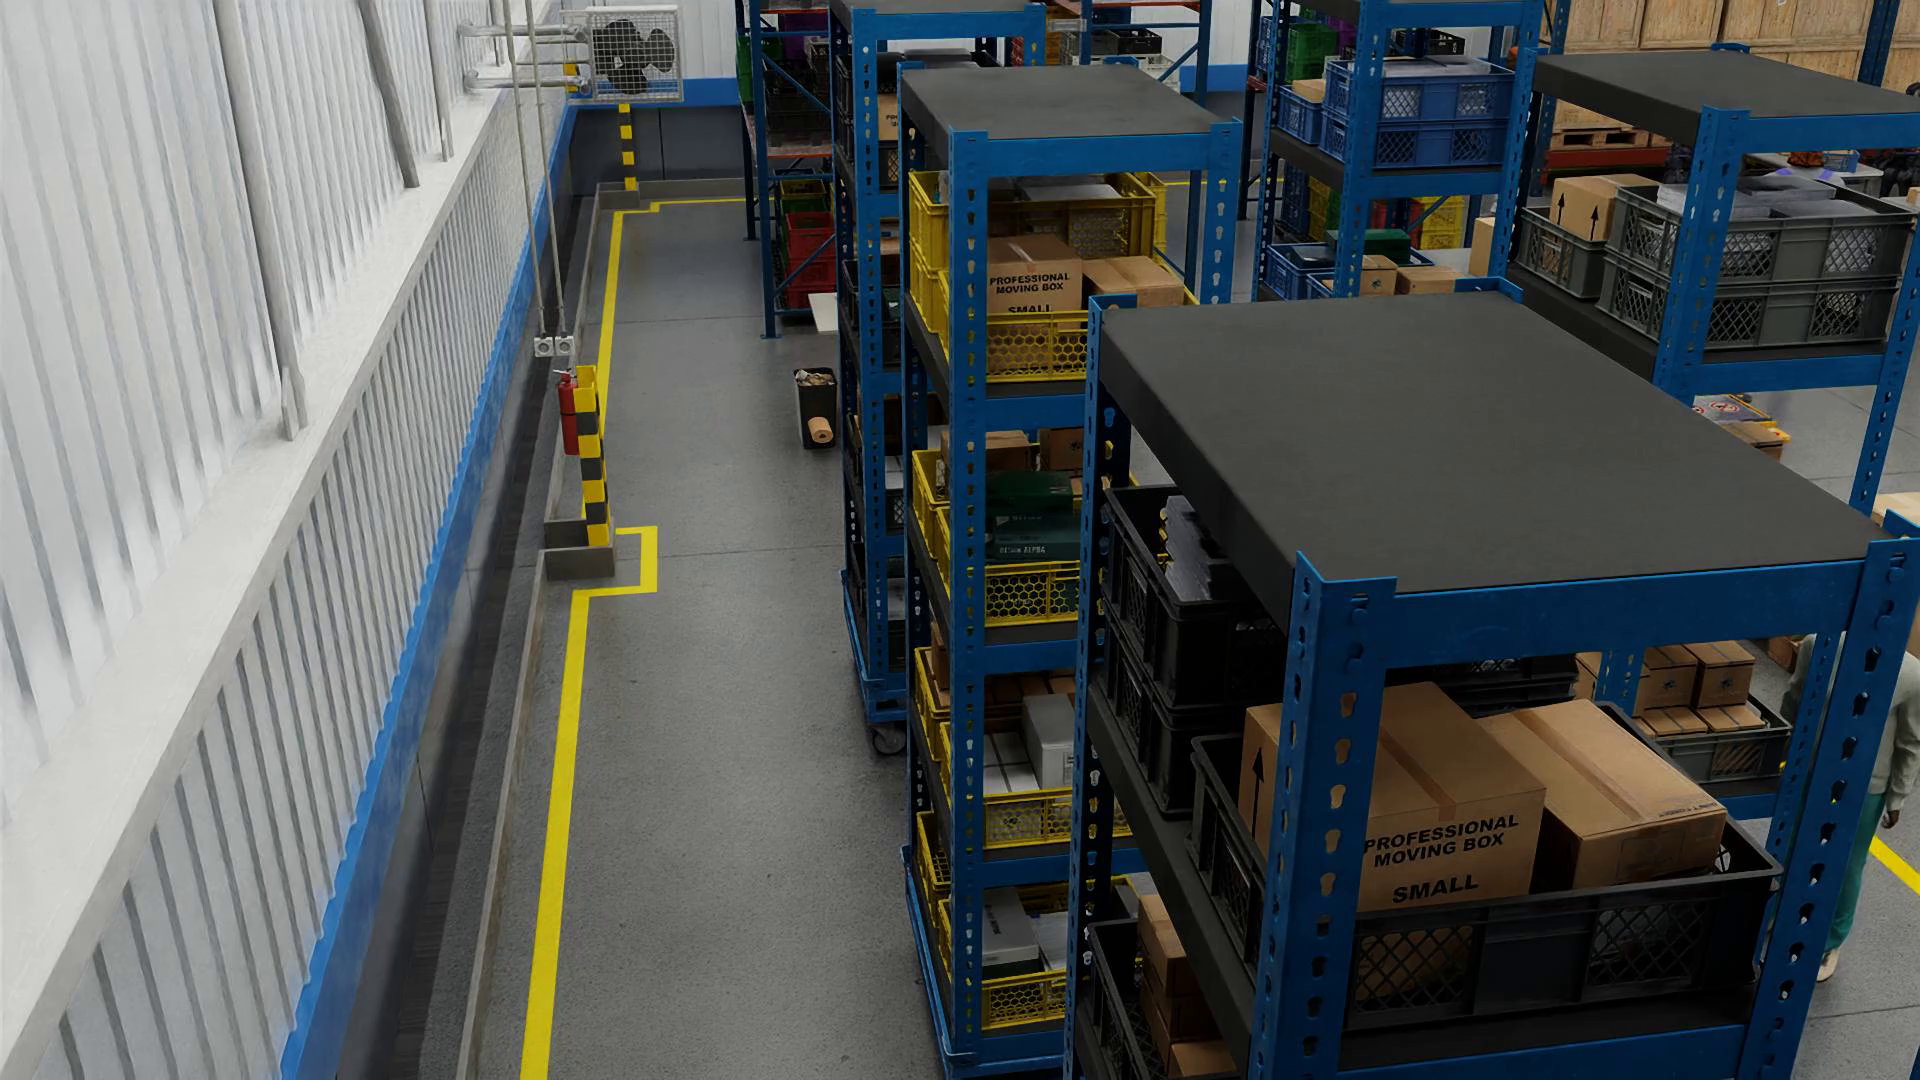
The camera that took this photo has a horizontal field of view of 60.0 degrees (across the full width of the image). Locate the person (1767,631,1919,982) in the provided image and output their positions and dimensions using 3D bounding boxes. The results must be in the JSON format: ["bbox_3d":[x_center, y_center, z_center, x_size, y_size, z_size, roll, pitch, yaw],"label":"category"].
[{"bbox_3d":[3.423,0.922,6.503,0.328,1.765,0.532,-20,31,-37],"label":"person"}]

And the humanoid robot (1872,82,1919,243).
[{"bbox_3d":[9.493,-3.779,16.809,0.331,1.657,0.599,-10,26,-20],"label":"humanoid robot"}]

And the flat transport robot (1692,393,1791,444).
[{"bbox_3d":[5.224,-0.859,12.132,1.431,0.197,0.652,-4,25,-8],"label":"flat transport robot"}]

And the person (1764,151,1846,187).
[{"bbox_3d":[6.469,-2.257,13.087,0.681,2.000,0.537,3,25,6],"label":"person"}]

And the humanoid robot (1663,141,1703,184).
[{"bbox_3d":[7.262,-3.706,16.654,0.586,1.657,0.330,-17,29,-32],"label":"humanoid robot"}]

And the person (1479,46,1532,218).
[{"bbox_3d":[5.828,-4.272,17.651,0.337,1.882,0.583,-1,25,-3],"label":"person"}]
